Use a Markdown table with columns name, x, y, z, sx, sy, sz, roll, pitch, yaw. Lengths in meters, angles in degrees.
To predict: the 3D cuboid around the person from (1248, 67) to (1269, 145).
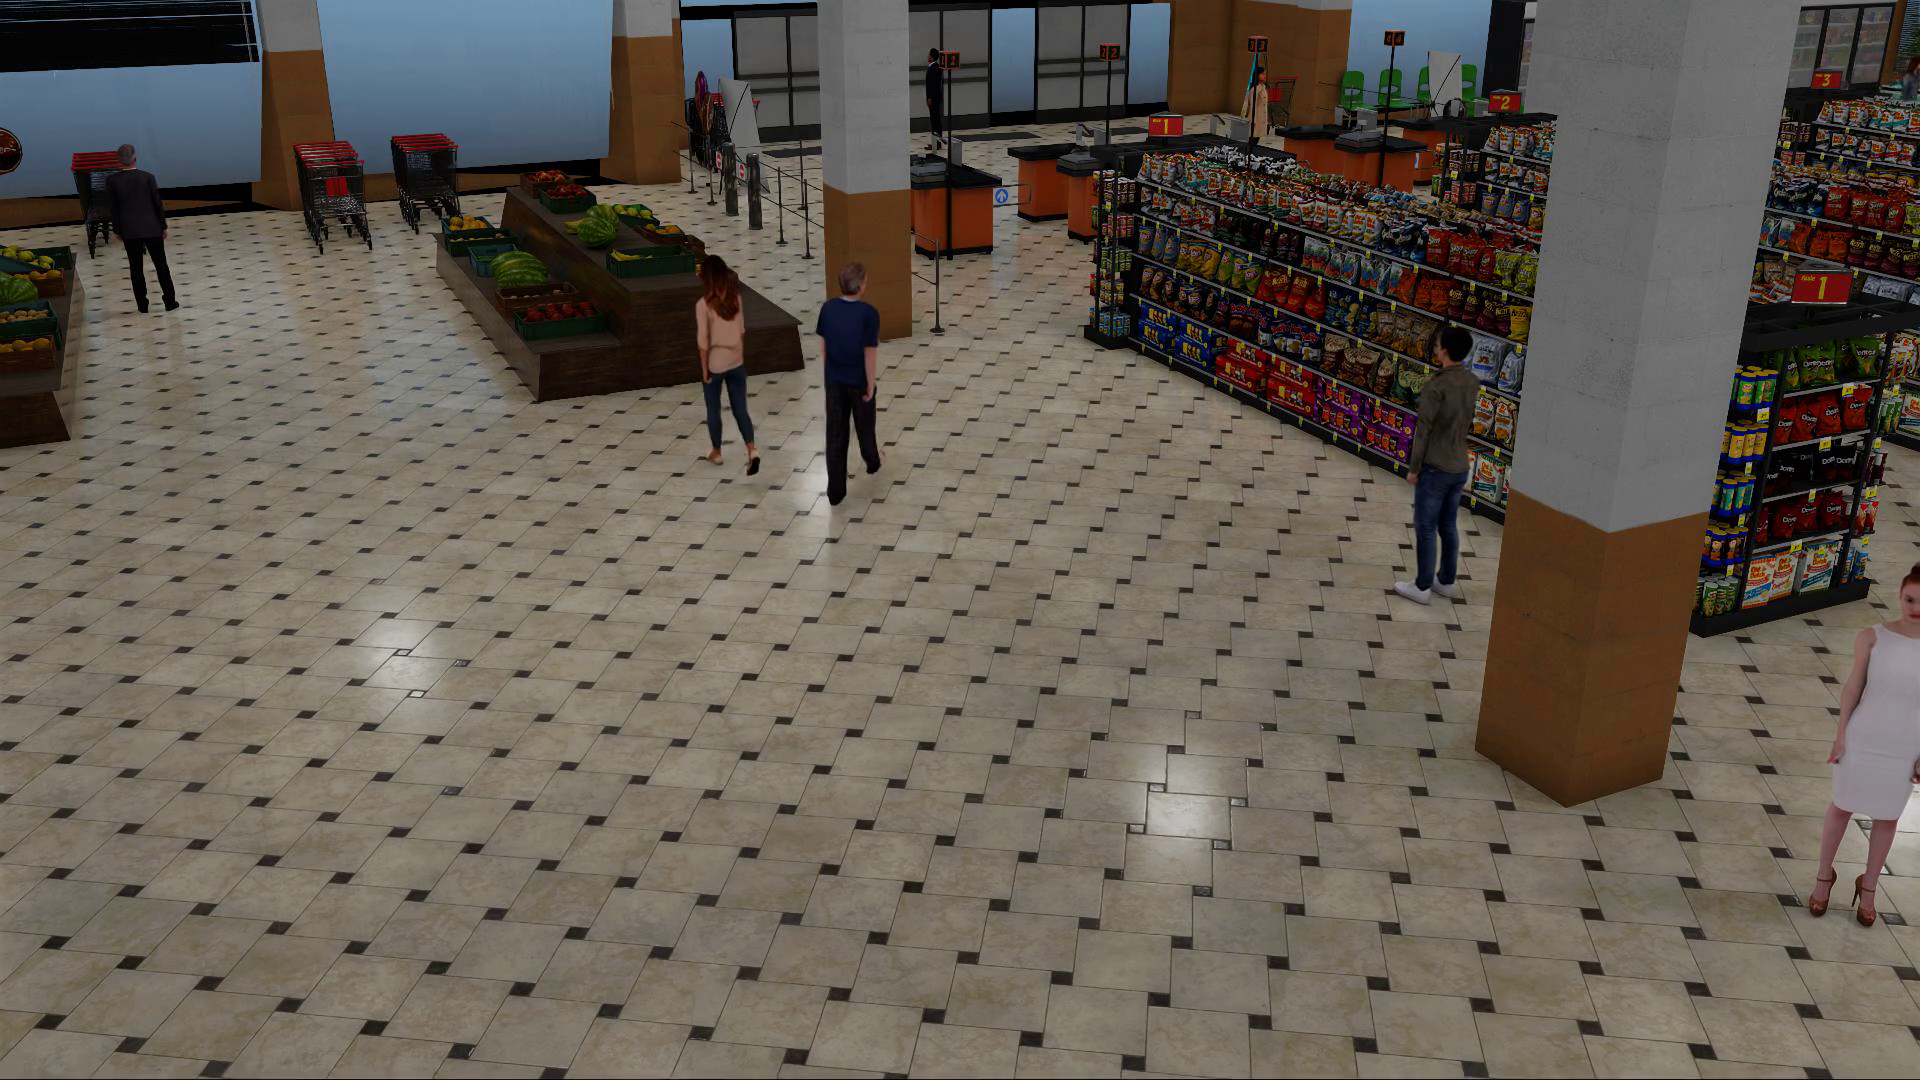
| name | x | y | z | sx | sy | sz | roll | pitch | yaw |
| --- | --- | --- | --- | --- | --- | --- | --- | --- | --- |
| person | 4.775 | -6.761 | 26.809 | 0.744 | 1.681 | 0.723 | 11 | 24 | 26 |

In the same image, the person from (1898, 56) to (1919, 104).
| name | x | y | z | sx | sy | sz | roll | pitch | yaw |
| --- | --- | --- | --- | --- | --- | --- | --- | --- | --- |
| person | 16.003 | -7.369 | 28.337 | 0.752 | 1.670 | 1.073 | -15 | 26 | -32 |

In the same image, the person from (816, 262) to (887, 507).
| name | x | y | z | sx | sy | sz | roll | pitch | yaw |
| --- | --- | --- | --- | --- | --- | --- | --- | --- | --- |
| person | -0.874 | -1.138 | 12.636 | 1.144 | 1.814 | 1.296 | 4 | 22 | 11 |

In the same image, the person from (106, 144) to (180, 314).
| name | x | y | z | sx | sy | sz | roll | pitch | yaw |
| --- | --- | --- | --- | --- | --- | --- | --- | --- | --- |
| person | -9.023 | -3.435 | 18.316 | 0.727 | 1.842 | 0.618 | -8 | 23 | -19 |

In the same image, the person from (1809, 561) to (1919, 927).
| name | x | y | z | sx | sy | sz | roll | pitch | yaw |
| --- | --- | --- | --- | --- | --- | --- | --- | --- | --- |
| person | 4.166 | 0.933 | 7.511 | 0.606 | 1.793 | 0.682 | 9 | 24 | 22 |

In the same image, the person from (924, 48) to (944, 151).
| name | x | y | z | sx | sy | sz | roll | pitch | yaw |
| --- | --- | --- | --- | --- | --- | --- | --- | --- | --- |
| person | -0.442 | -7.732 | 29.163 | 0.766 | 1.727 | 0.686 | 6 | 23 | 14 |

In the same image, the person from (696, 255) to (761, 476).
| name | x | y | z | sx | sy | sz | roll | pitch | yaw |
| --- | --- | --- | --- | --- | --- | --- | --- | --- | --- |
| person | -1.838 | -1.363 | 13.263 | 0.620 | 1.764 | 1.074 | -12 | 25 | -27 |

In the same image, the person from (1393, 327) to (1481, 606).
| name | x | y | z | sx | sy | sz | roll | pitch | yaw |
| --- | --- | --- | --- | --- | --- | --- | --- | --- | --- |
| person | 3.175 | -0.479 | 10.929 | 0.738 | 1.863 | 0.668 | -16 | 27 | -35 |
